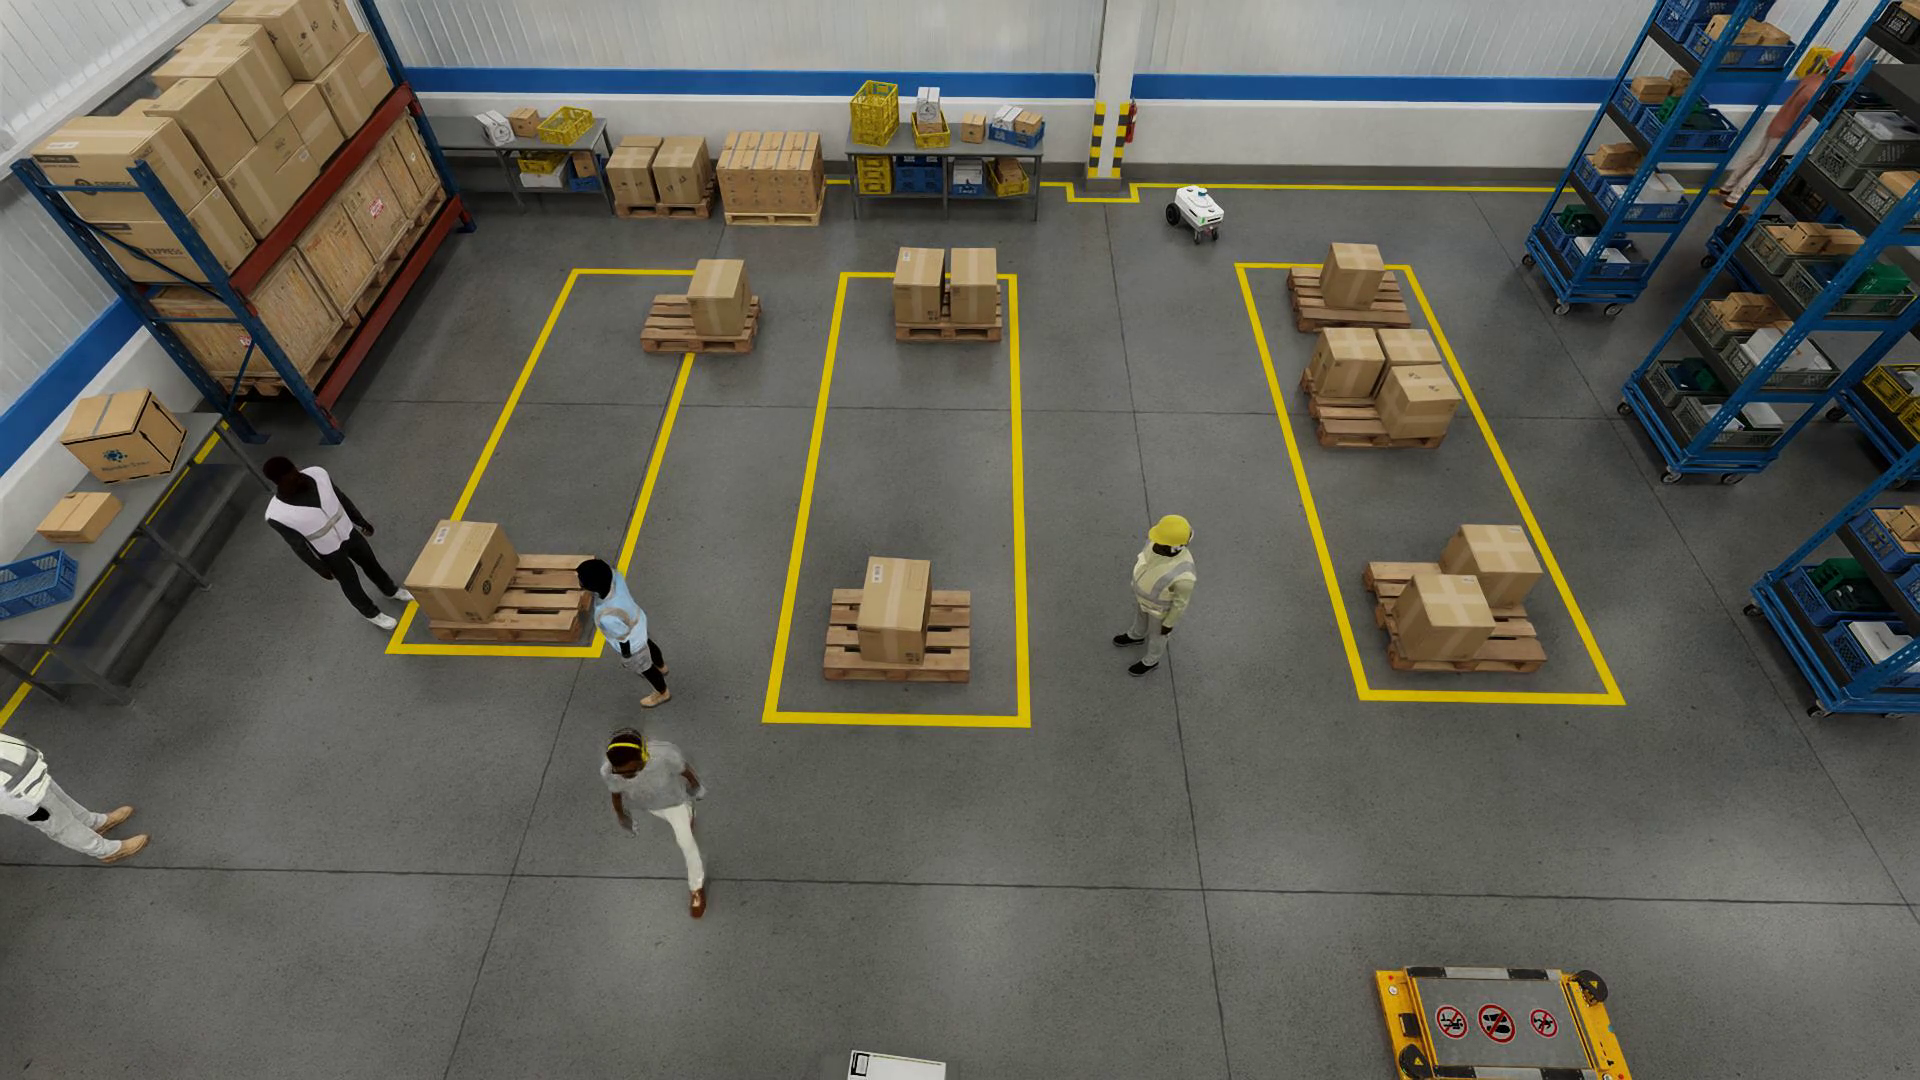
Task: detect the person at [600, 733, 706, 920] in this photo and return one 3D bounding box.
[{"bbox_3d":[-1.976,1.790,6.014,0.534,1.822,0.884,-5,51,-4],"label":"person"}]

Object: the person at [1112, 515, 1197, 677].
[{"bbox_3d":[1.518,0.428,7.117,0.404,1.835,0.588,-11,52,-9],"label":"person"}]

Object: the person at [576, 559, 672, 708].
[{"bbox_3d":[-2.532,0.708,6.976,0.320,1.695,0.537,-10,52,-8],"label":"person"}]

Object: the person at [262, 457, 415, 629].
[{"bbox_3d":[-5.058,0.009,7.413,0.385,1.910,0.593,9,51,8],"label":"person"}]

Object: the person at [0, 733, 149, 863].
[{"bbox_3d":[-6.285,1.631,6.132,0.619,1.845,0.430,38,60,27],"label":"person"}]

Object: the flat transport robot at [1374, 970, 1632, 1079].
[{"bbox_3d":[3.501,3.133,5.914,1.431,0.197,0.652,1,51,1],"label":"flat transport robot"}]

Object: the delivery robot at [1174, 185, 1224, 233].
[{"bbox_3d":[3.047,-4.236,11.681,0.477,0.478,0.707,-17,53,-14],"label":"delivery robot"}]

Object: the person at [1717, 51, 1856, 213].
[{"bbox_3d":[10.435,-5.140,11.569,0.420,1.981,0.629,16,53,12],"label":"person"}]
